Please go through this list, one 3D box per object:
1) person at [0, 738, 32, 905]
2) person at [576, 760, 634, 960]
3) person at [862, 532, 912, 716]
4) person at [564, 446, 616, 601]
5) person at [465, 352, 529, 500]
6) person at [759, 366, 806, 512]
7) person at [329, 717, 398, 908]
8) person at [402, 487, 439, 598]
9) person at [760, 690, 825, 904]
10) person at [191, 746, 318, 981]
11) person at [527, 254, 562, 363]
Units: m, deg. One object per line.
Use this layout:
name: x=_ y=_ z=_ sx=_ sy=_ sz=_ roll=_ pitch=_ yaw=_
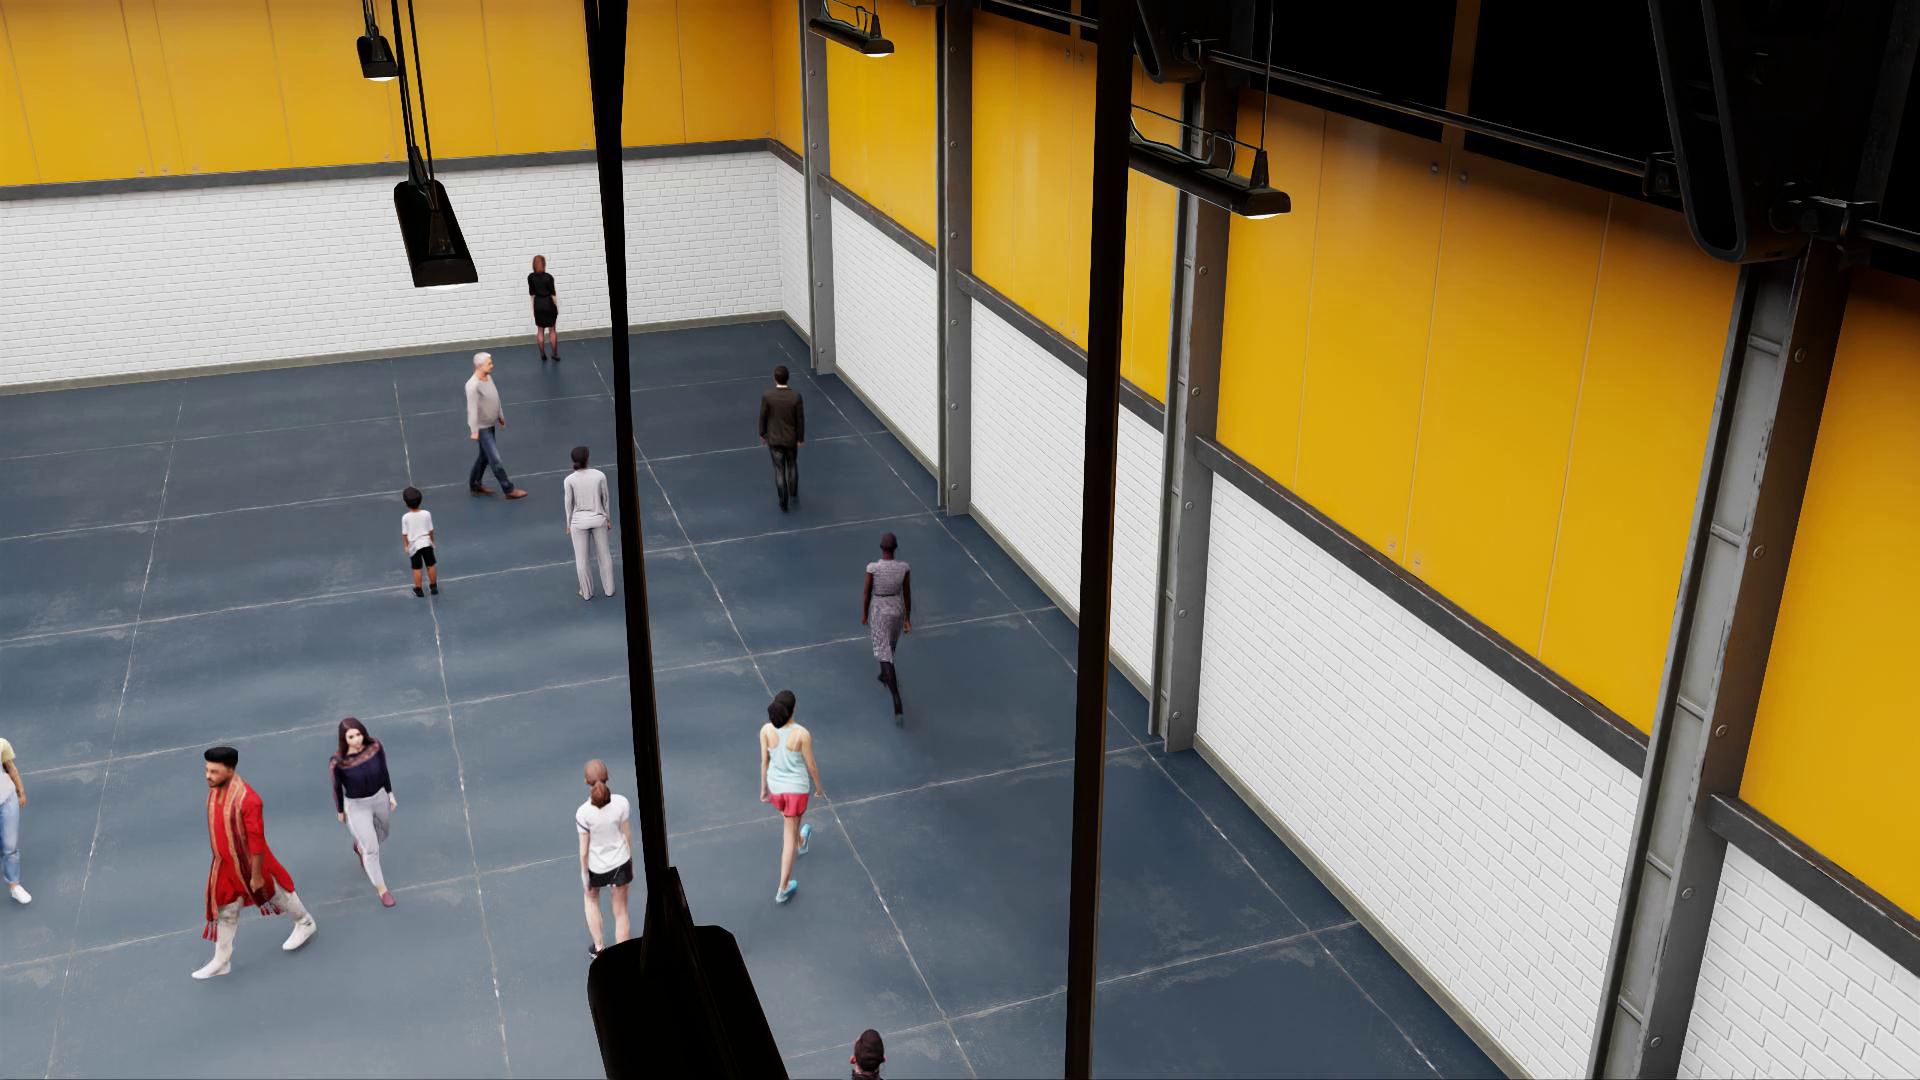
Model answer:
person: x=-7.606 y=2.050 z=13.017 sx=0.843 sy=1.701 sz=1.028 roll=-18 pitch=29 yaw=-35
person: x=-2.543 y=2.437 z=12.091 sx=0.570 sy=1.735 sz=0.684 roll=-9 pitch=25 yaw=-21
person: x=-0.670 y=0.829 z=15.765 sx=0.605 sy=1.738 sz=1.195 roll=-8 pitch=25 yaw=-17
person: x=-4.042 y=-0.194 z=18.108 sx=0.638 sy=1.736 sz=0.522 roll=-9 pitch=25 yaw=-20
person: x=-5.987 y=-1.408 z=20.716 sx=1.084 sy=1.872 sz=1.124 roll=2 pitch=24 yaw=6
person: x=-2.173 y=-1.219 z=20.401 sx=0.802 sy=1.777 sz=0.983 roll=-5 pitch=24 yaw=-11
person: x=-4.689 y=2.083 z=13.083 sx=1.063 sy=1.589 sz=0.877 roll=20 pitch=31 yaw=39
person: x=-5.916 y=0.020 z=18.215 sx=0.517 sy=1.258 sz=0.535 roll=-13 pitch=27 yaw=-27
person: x=-1.369 y=2.027 z=13.041 sx=1.033 sy=1.724 sz=1.159 roll=7 pitch=25 yaw=16
person: x=-5.182 y=2.298 z=12.290 sx=1.229 sy=1.829 sz=1.230 roll=13 pitch=27 yaw=28
person: x=-6.494 y=-3.619 z=25.982 sx=0.659 sy=1.705 sz=0.661 roll=4 pitch=24 yaw=9
